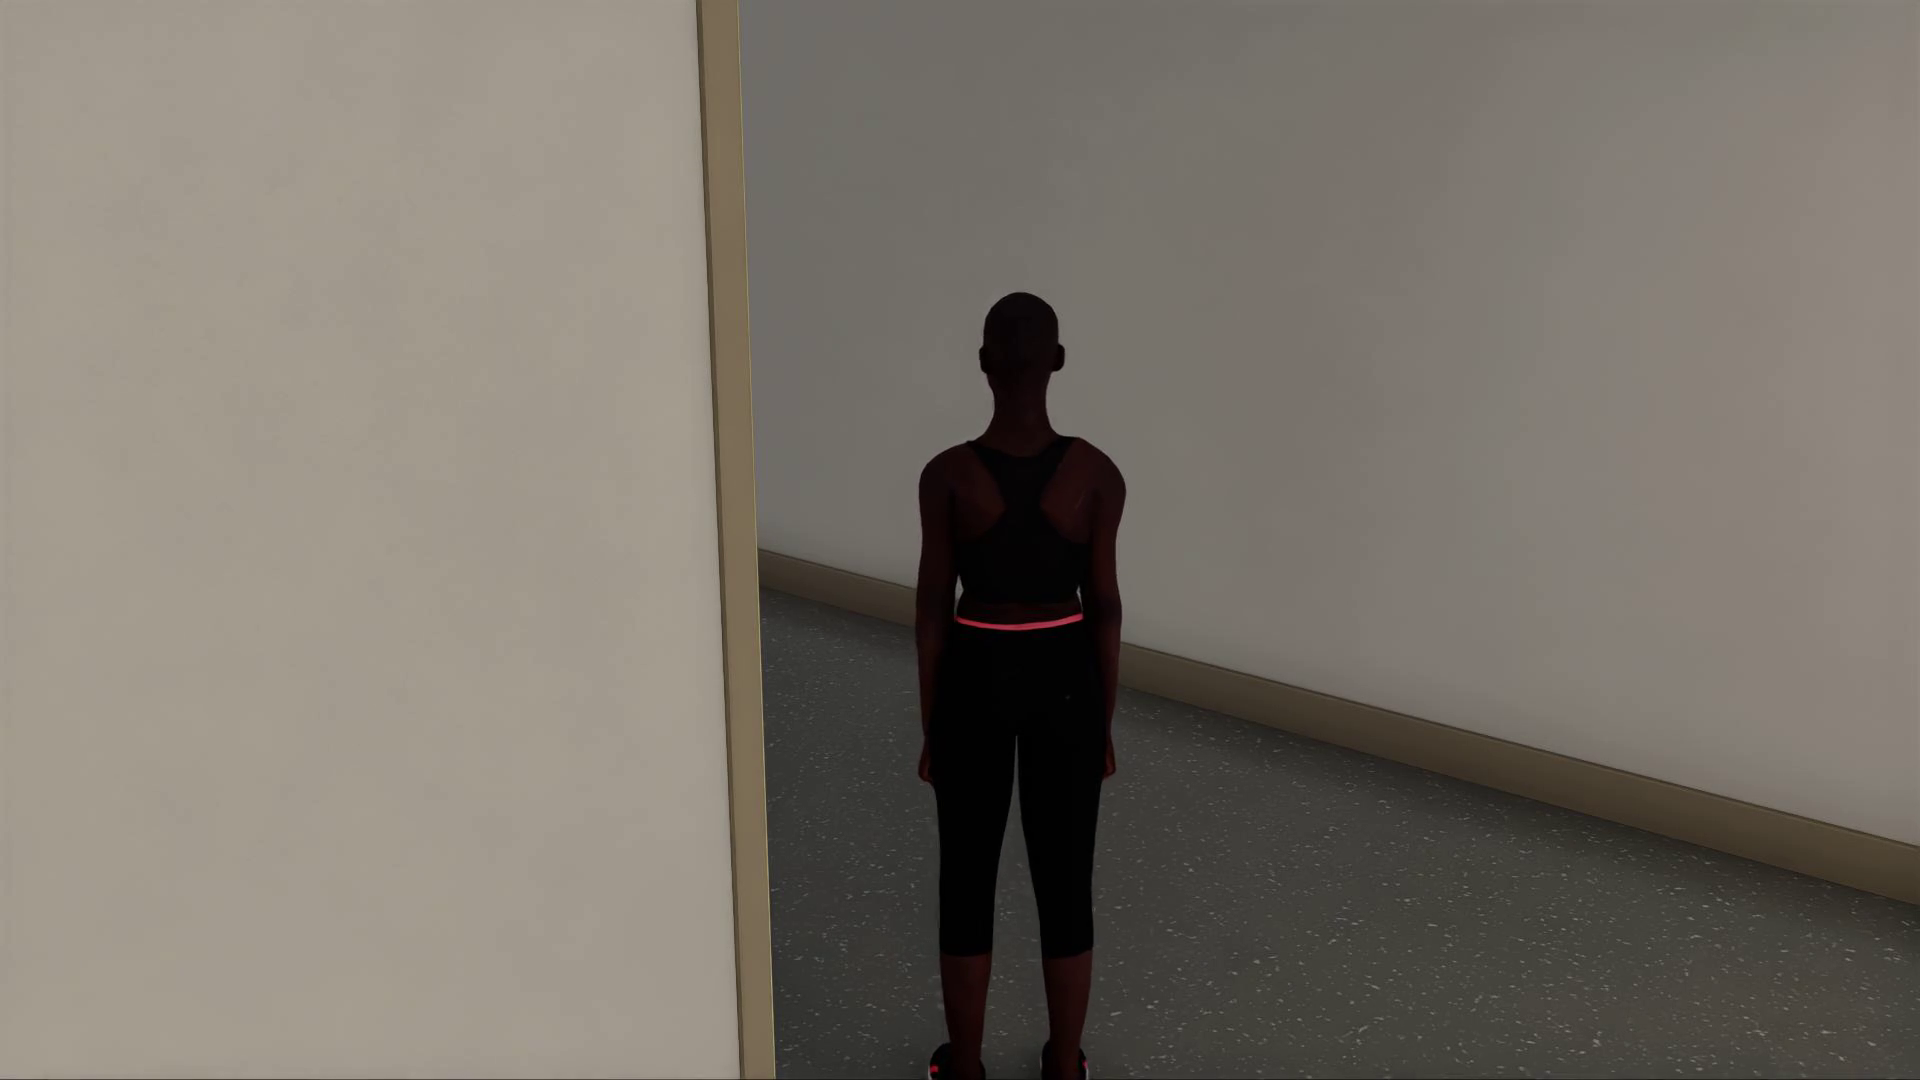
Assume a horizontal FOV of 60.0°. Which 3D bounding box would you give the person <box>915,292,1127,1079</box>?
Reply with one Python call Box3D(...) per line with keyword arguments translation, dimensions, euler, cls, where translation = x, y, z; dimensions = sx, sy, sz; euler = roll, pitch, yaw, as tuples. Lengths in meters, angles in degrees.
Box3D(translation=(0.116, 0.374, 3.408), dimensions=(0.652, 1.755, 0.706), euler=(-1, 16, -4), cls="person")
